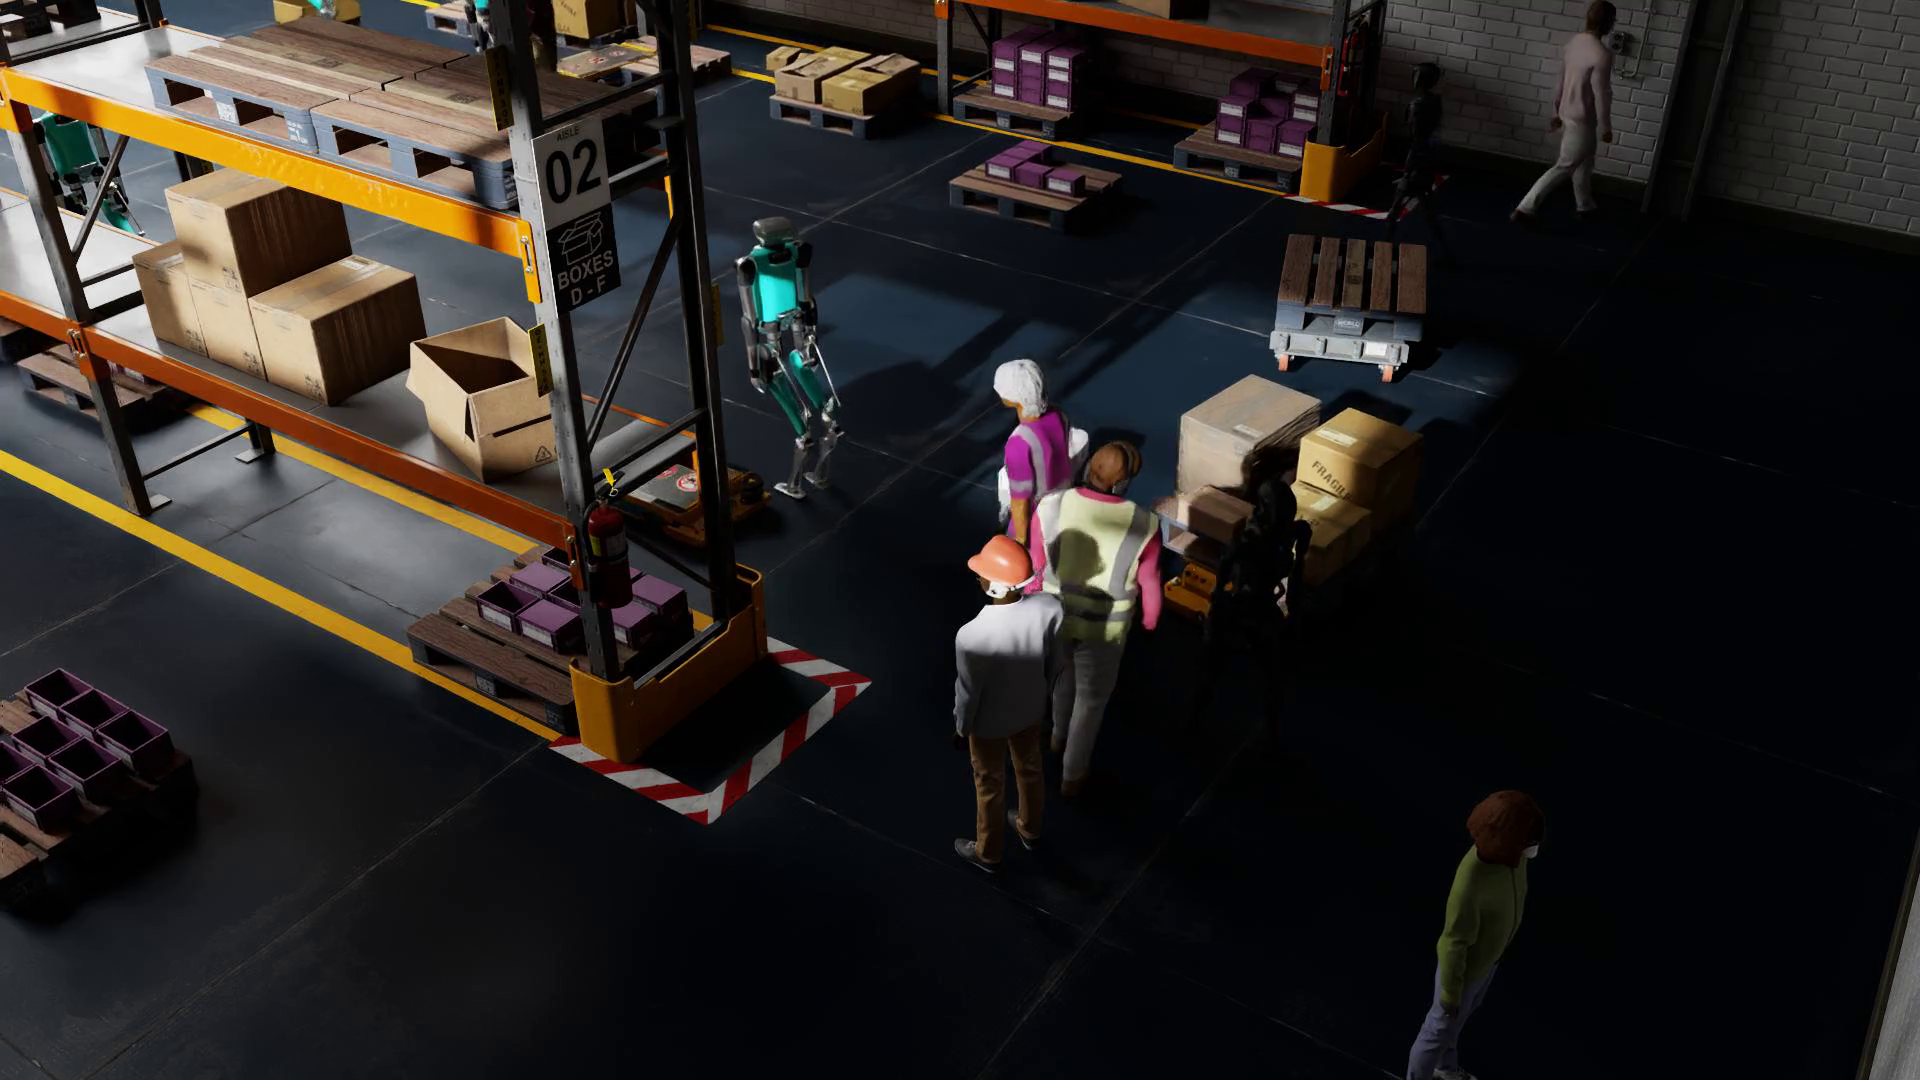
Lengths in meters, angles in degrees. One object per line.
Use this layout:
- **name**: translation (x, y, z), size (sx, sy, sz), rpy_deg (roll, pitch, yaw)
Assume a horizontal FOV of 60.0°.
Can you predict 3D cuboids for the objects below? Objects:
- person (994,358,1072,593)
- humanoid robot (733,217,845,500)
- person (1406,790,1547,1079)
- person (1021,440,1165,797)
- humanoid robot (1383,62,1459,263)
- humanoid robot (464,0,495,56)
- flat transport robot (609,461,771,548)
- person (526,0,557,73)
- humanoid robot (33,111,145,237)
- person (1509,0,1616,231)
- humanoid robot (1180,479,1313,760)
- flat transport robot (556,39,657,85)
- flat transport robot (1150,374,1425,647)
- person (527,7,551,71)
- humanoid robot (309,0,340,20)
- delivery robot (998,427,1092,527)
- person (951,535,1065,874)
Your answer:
- **person**: translation (0.457, -0.095, 8.611), size (0.681, 1.813, 0.524), rpy_deg (23, 40, 31)
- **humanoid robot**: translation (-0.967, -1.057, 10.123), size (0.536, 1.742, 0.720), rpy_deg (-26, 41, -34)
- **person**: translation (1.924, 1.565, 6.213), size (0.266, 1.632, 0.507), rpy_deg (24, 40, 32)
- **person**: translation (0.629, 0.365, 7.907), size (0.643, 1.803, 0.691), rpy_deg (14, 36, 20)
- **humanoid robot**: translation (3.674, -2.948, 13.156), size (0.747, 1.633, 0.602), rpy_deg (14, 36, 20)
- **humanoid robot**: translation (-4.339, -4.744, 15.805), size (0.554, 1.754, 0.742), rpy_deg (-17, 37, -24)
- **flat transport robot**: translation (-1.948, -0.372, 10.445), size (1.431, 0.231, 0.659), rpy_deg (20, 38, 28)
- **person**: translation (-3.892, -4.256, 14.923), size (0.697, 1.905, 0.395), rpy_deg (0, 33, 1)
- **humanoid robot**: translation (-6.246, -2.429, 12.138), size (0.735, 1.677, 0.533), rpy_deg (24, 40, 32)
- **person**: translation (5.115, -3.498, 13.755), size (0.947, 1.903, 0.637), rpy_deg (-1, 33, -2)
- **humanoid robot**: translation (1.398, 0.368, 8.039), size (0.592, 1.634, 0.546), rpy_deg (-17, 37, -25)
- **flat transport robot**: translation (-3.752, -4.960, 17.496), size (0.659, 0.231, 1.431), rpy_deg (24, 40, 32)
- **flat transport robot**: translation (1.822, 0.122, 9.685), size (0.659, 0.231, 1.431), rpy_deg (27, 42, 35)
- **person**: translation (-3.574, -3.778, 14.353), size (0.739, 1.718, 0.562), rpy_deg (-6, 34, -10)
- **humanoid robot**: translation (-7.001, -6.101, 17.782), size (0.736, 1.677, 0.533), rpy_deg (13, 35, 19)
- **delivery robot**: translation (0.528, -0.415, 10.262), size (0.499, 0.609, 0.812), rpy_deg (15, 36, 22)
- **person**: translation (0.195, 0.727, 7.390), size (0.569, 1.754, 0.320), rpy_deg (-22, 39, -30)
